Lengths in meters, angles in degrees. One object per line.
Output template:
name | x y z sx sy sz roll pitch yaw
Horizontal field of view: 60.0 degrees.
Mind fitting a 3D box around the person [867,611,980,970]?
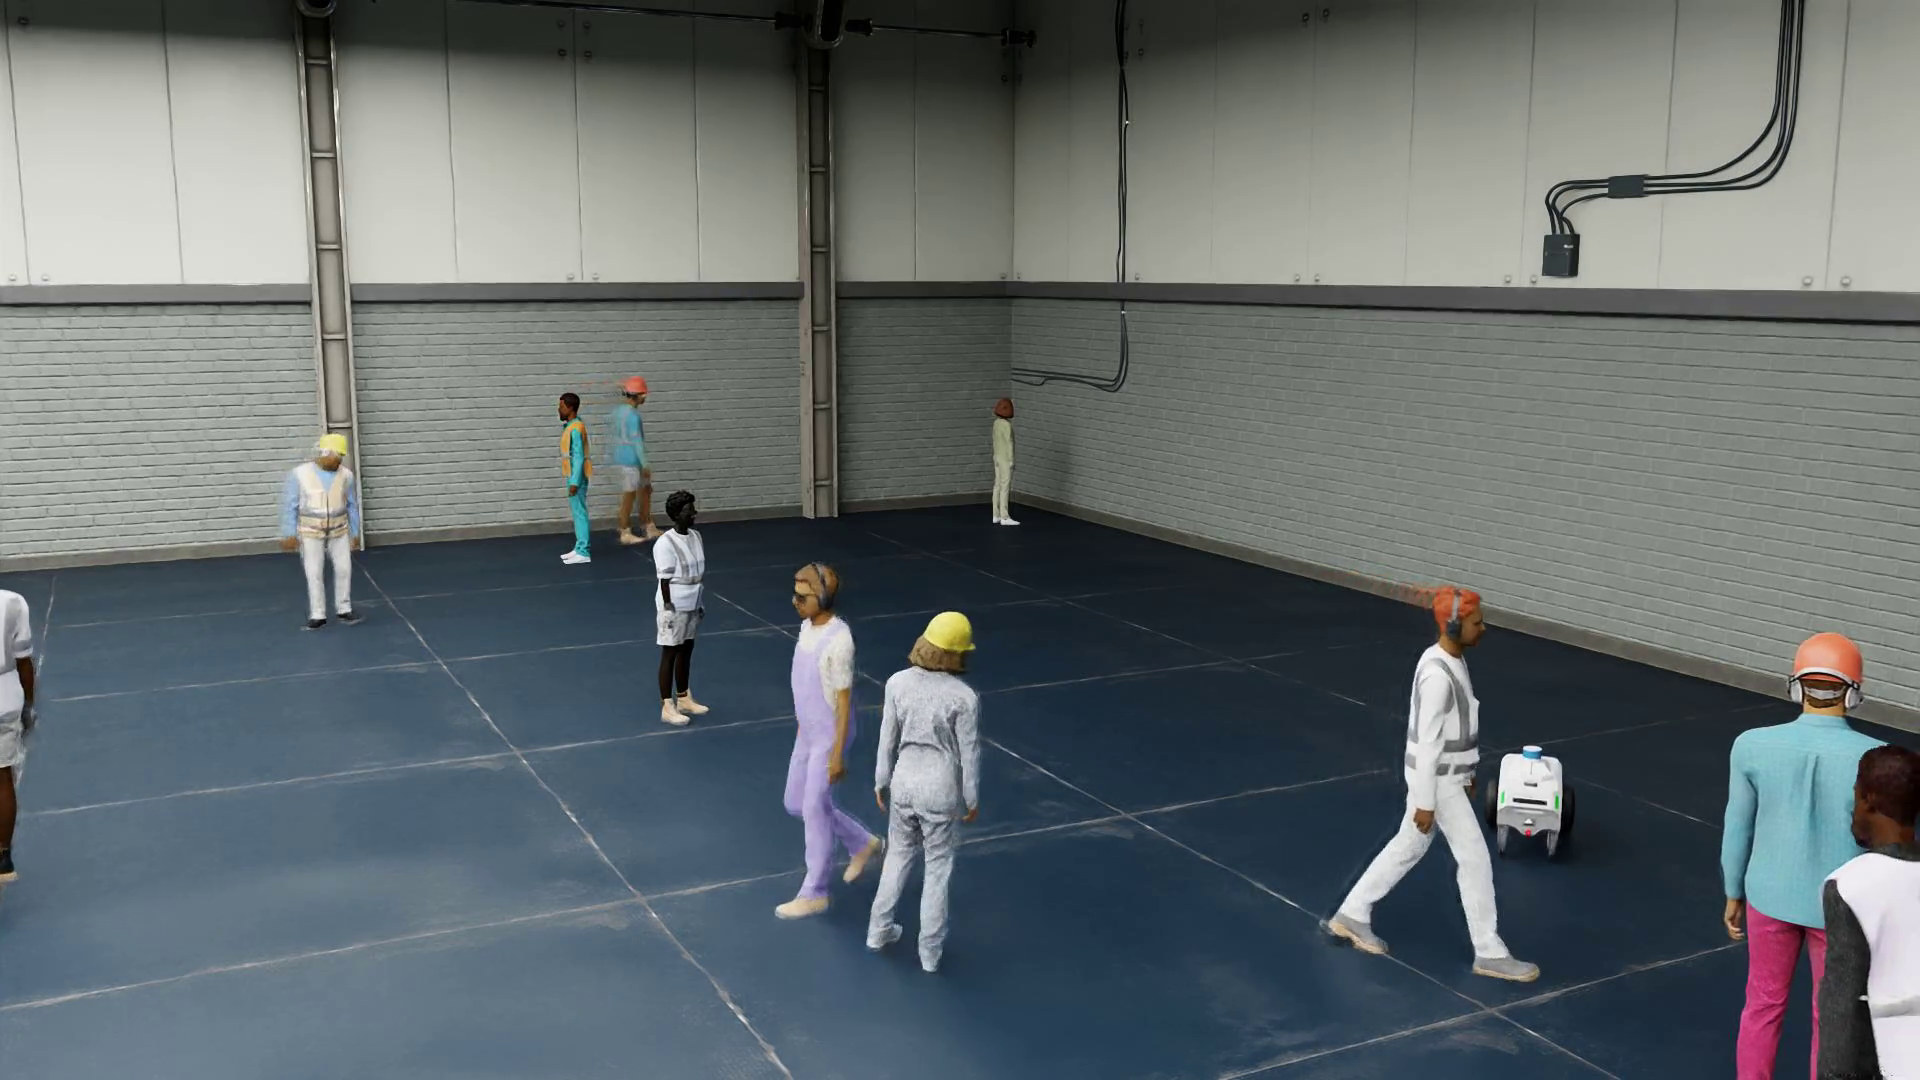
person | -0.168 1.167 7.868 0.611 1.708 0.397 4 10 26

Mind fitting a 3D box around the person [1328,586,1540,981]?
person | 2.219 1.113 7.811 0.967 1.843 0.591 3 10 18

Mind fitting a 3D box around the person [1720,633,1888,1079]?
person | 3.120 1.321 6.108 0.601 1.977 0.434 7 12 37

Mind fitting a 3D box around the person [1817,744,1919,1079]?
person | 2.723 1.547 5.020 0.619 1.879 0.784 -4 10 -22

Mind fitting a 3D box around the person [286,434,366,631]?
person | -5.809 -0.067 15.235 0.669 1.790 0.404 -6 11 -34

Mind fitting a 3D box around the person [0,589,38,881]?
person | -5.195 0.905 8.801 0.484 1.927 0.632 8 12 40

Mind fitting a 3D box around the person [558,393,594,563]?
person | -4.319 -0.698 18.703 0.390 1.920 0.587 -3 10 -15

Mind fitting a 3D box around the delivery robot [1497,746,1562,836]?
delivery robot | 3.268 1.425 9.528 0.477 0.478 0.707 3 10 19

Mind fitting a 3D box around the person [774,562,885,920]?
person | -0.673 1.006 8.471 0.570 1.830 0.514 -5 10 -28

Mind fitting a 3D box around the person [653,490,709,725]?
person | -2.031 0.480 12.124 0.322 1.697 0.533 4 10 21

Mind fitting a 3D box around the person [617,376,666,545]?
person | -3.763 -0.947 19.917 0.771 2.017 0.625 -3 10 -17

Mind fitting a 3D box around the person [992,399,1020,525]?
person | 0.581 -1.012 21.512 0.285 1.633 0.497 -4 10 -23
